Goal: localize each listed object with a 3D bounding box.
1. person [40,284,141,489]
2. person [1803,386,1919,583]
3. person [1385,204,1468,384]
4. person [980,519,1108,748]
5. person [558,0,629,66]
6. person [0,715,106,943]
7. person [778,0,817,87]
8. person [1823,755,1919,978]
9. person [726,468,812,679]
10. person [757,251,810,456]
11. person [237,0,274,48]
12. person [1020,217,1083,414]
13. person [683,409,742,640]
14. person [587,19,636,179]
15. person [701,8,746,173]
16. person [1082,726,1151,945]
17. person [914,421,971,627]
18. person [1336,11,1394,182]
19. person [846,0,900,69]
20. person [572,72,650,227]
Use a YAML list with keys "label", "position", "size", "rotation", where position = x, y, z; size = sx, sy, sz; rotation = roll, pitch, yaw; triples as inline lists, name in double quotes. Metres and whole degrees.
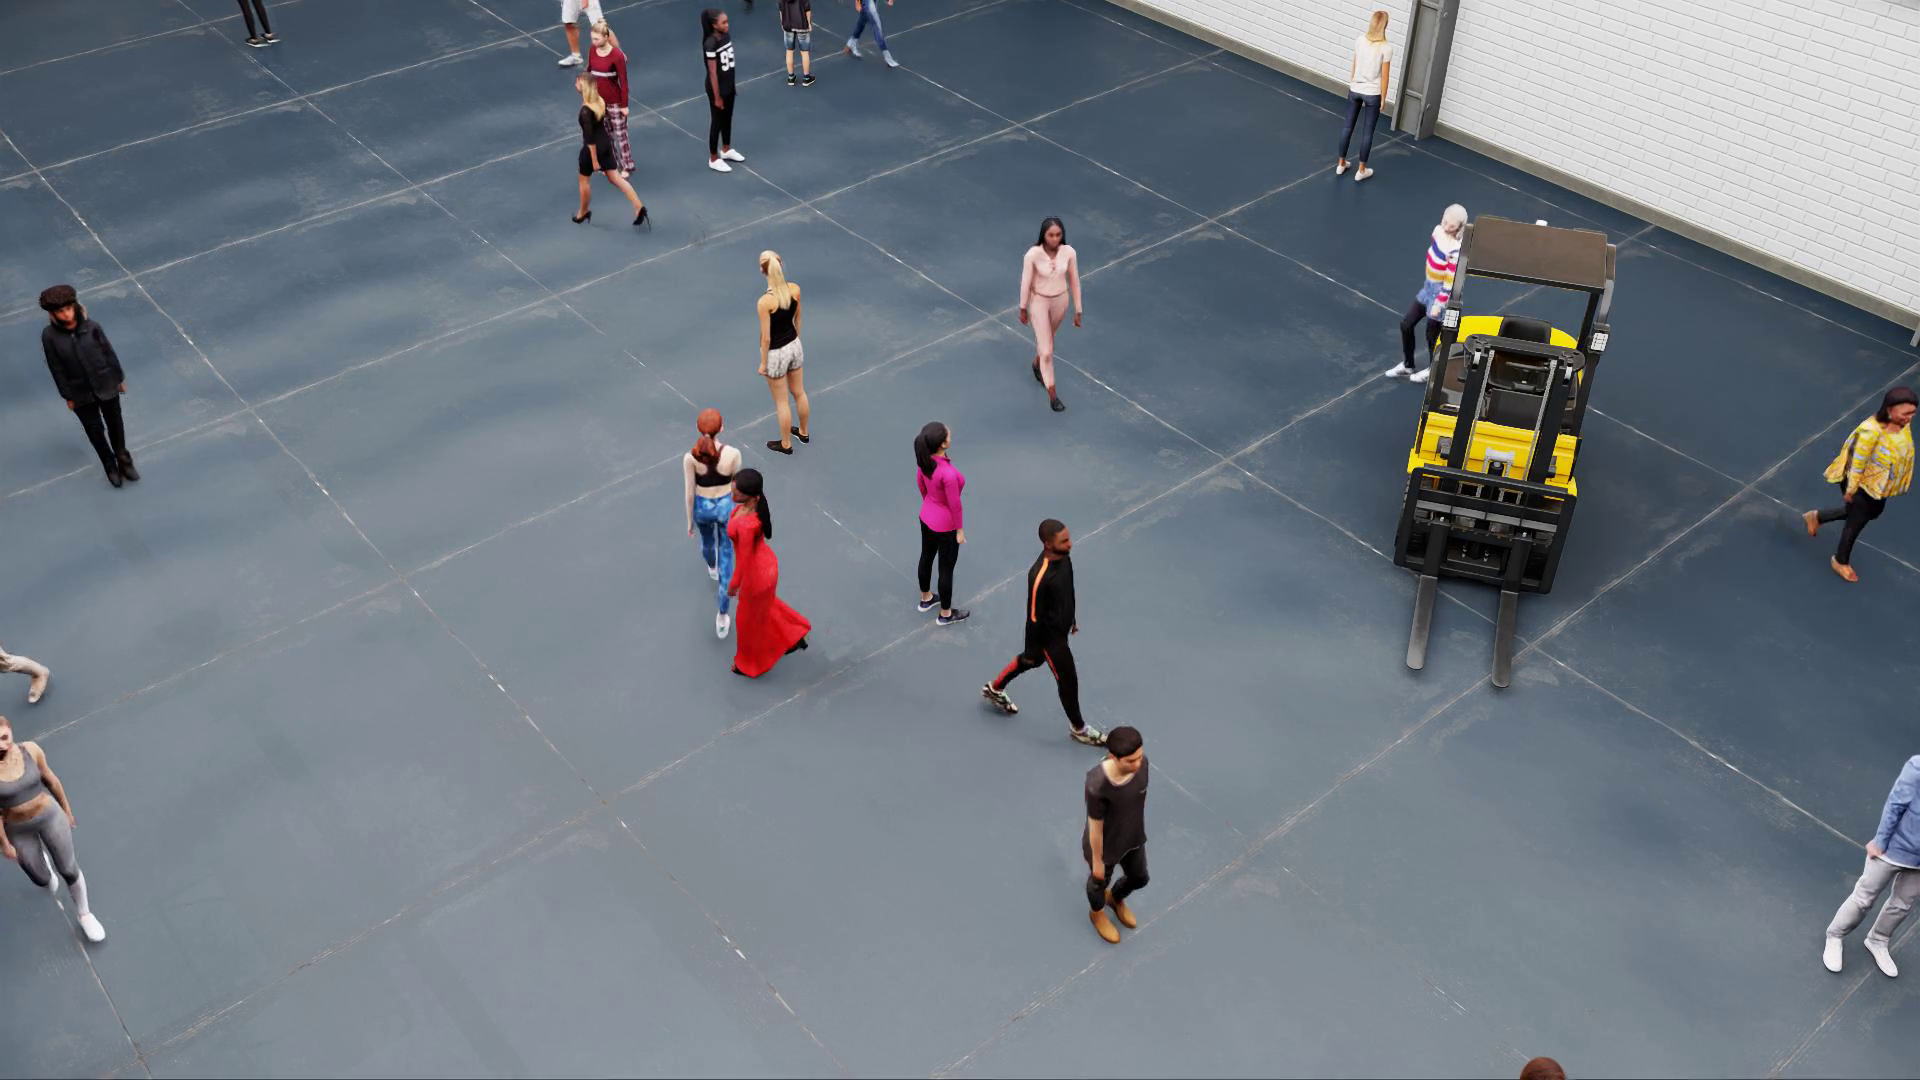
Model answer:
- label: "person"
  position: [-6.939, -1.261, 13.207]
  size: [0.639, 1.771, 0.571]
  rotation: [-30, 47, -32]
- label: "person"
  position: [6.672, -0.470, 12.321]
  size: [0.737, 1.640, 0.861]
  rotation: [-24, 44, -27]
- label: "person"
  position: [4.173, -2.086, 14.233]
  size: [0.900, 1.780, 0.825]
  rotation: [-4, 39, -5]
- label: "person"
  position: [0.505, 0.577, 10.910]
  size: [1.291, 1.766, 1.016]
  rotation: [15, 41, 18]
- label: "person"
  position: [-4.535, -6.491, 19.710]
  size: [0.870, 1.829, 1.094]
  rotation: [24, 44, 27]
- label: "person"
  position: [-5.403, 1.623, 9.657]
  size: [0.596, 1.695, 0.898]
  rotation: [-31, 48, -33]
- label: "person"
  position: [-1.920, -6.036, 19.446]
  size: [0.617, 1.447, 0.687]
  rotation: [7, 39, 8]
- label: "person"
  position: [5.374, 1.724, 9.376]
  size: [0.731, 1.888, 0.798]
  rotation: [4, 39, 5]
- label: "person"
  position: [-1.322, 0.247, 11.328]
  size: [0.938, 1.769, 0.888]
  rotation: [3, 39, 4]
- label: "person"
  position: [-1.434, -1.524, 13.477]
  size: [0.550, 1.846, 0.620]
  rotation: [31, 48, 33]
- label: "person"
  position: [-8.773, -6.881, 20.348]
  size: [0.569, 1.641, 0.581]
  rotation: [24, 44, 27]
- label: "person"
  position: [0.736, -2.001, 14.215]
  size: [0.958, 1.670, 1.230]
  rotation: [-10, 40, -12]
- label: "person"
  position: [-1.710, -0.075, 11.752]
  size: [1.003, 1.744, 1.176]
  rotation: [-4, 39, -5]
- label: "person"
  position: [-3.688, -4.642, 17.490]
  size: [0.605, 1.709, 0.746]
  rotation: [14, 41, 17]
- label: "person"
  position: [-2.546, -4.791, 17.664]
  size: [0.674, 1.725, 0.675]
  rotation: [15, 41, 18]
- label: "person"
  position: [0.843, 1.650, 9.617]
  size: [0.643, 1.702, 0.595]
  rotation: [-22, 44, -25]
- label: "person"
  position: [-0.154, -0.132, 11.861]
  size: [0.638, 1.697, 0.509]
  rotation: [-26, 45, -28]
- label: "person"
  position: [4.247, -4.666, 17.439]
  size: [0.498, 1.810, 0.673]
  rotation: [25, 45, 28]
- label: "person"
  position: [-1.144, -6.459, 19.874]
  size: [1.134, 1.574, 0.804]
  rotation: [24, 45, 27]
- label: "person"
  position: [-3.516, -3.830, 16.529]
  size: [1.129, 1.639, 0.958]
  rotation: [9, 40, 12]
